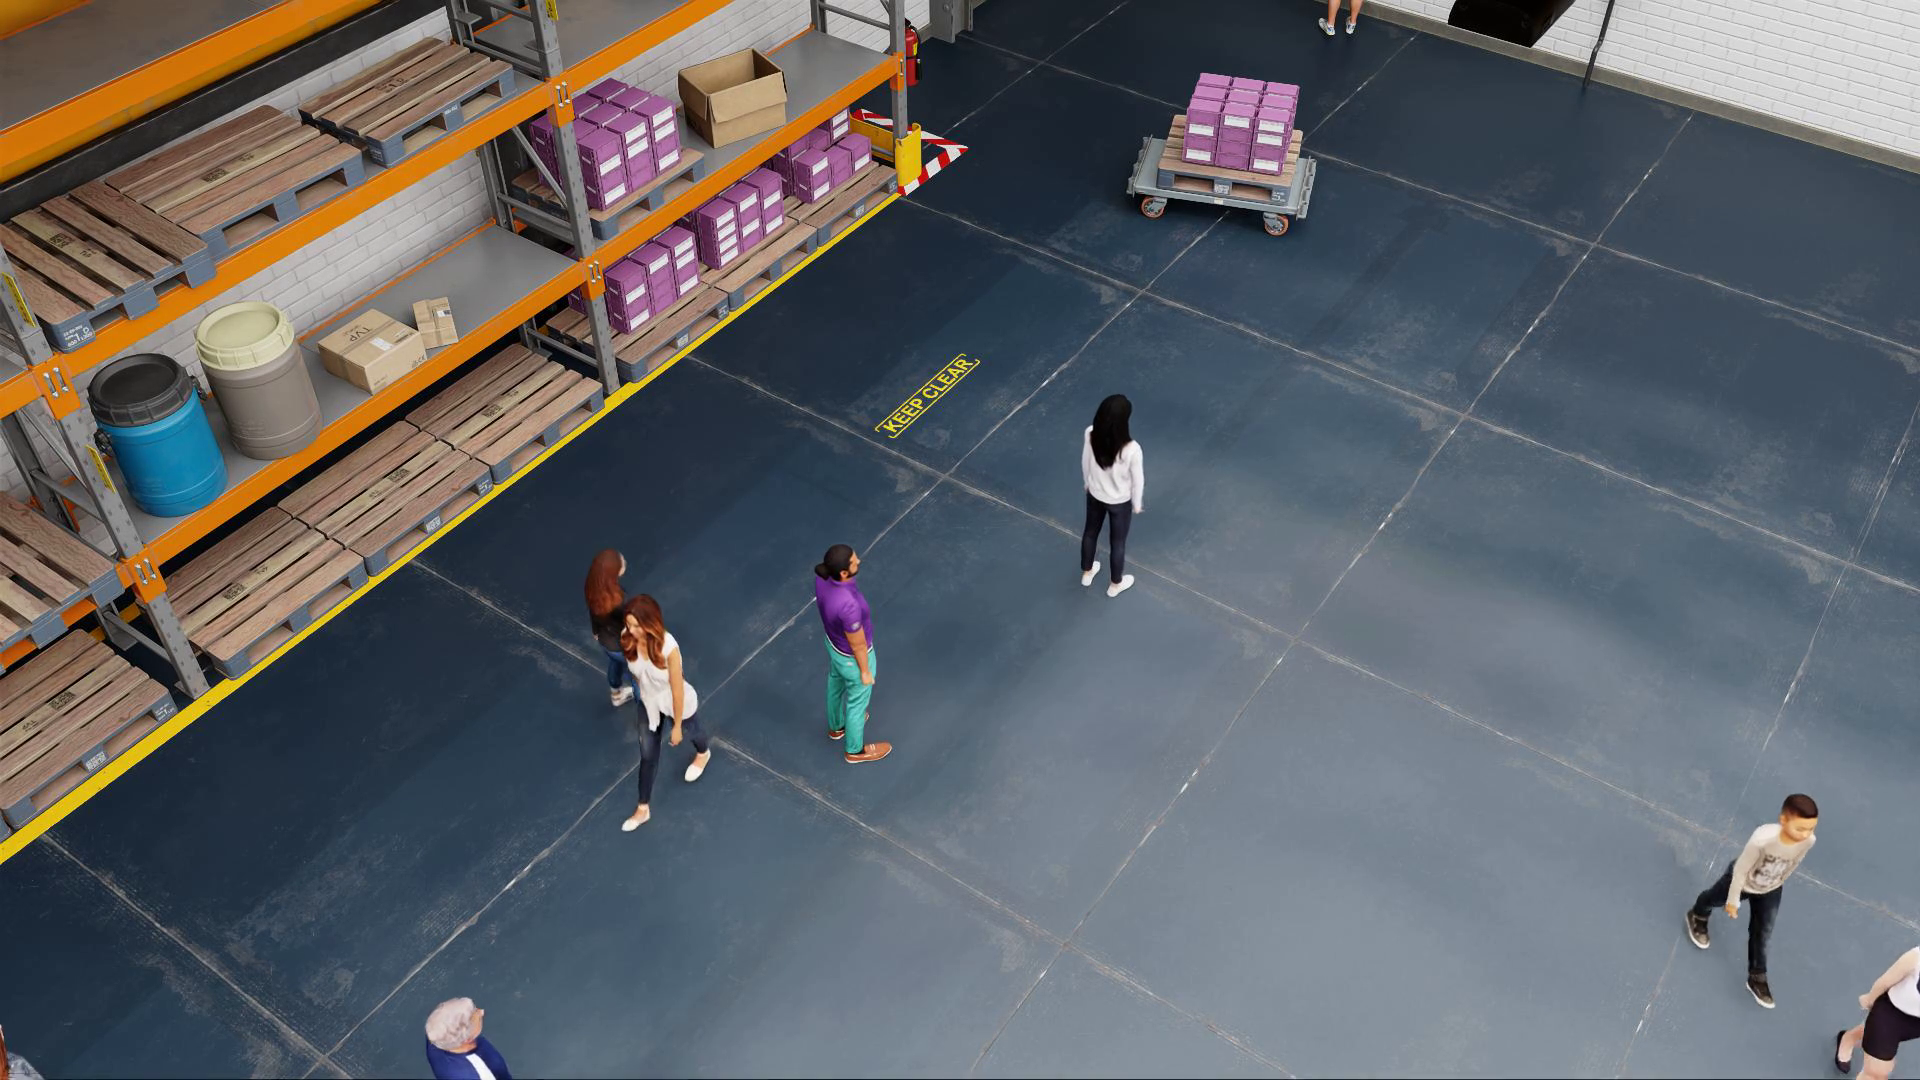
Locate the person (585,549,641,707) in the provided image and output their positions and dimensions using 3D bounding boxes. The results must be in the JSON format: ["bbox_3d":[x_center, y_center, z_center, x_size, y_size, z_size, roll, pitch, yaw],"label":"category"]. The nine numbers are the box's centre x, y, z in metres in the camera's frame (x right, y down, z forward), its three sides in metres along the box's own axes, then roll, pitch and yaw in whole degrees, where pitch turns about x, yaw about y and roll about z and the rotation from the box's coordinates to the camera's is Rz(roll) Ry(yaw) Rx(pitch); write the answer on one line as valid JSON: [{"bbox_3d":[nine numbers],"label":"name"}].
[{"bbox_3d":[-2.158,0.656,10.573,0.583,1.472,0.566,25,49,24],"label":"person"}]

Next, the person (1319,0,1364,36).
[{"bbox_3d":[4.137,-6.243,17.535,0.760,1.858,0.804,-4,44,-5],"label":"person"}]

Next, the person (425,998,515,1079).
[{"bbox_3d":[-2.292,2.771,8.087,0.640,1.838,0.551,29,51,27],"label":"person"}]

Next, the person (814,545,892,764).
[{"bbox_3d":[-0.705,0.691,10.323,0.715,1.767,0.712,-22,48,-21],"label":"person"}]

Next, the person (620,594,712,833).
[{"bbox_3d":[-1.722,0.923,10.093,0.745,1.748,1.109,16,46,16],"label":"person"}]

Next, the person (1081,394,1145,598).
[{"bbox_3d":[1.026,-0.315,11.428,0.599,1.700,0.521,26,49,24],"label":"person"}]

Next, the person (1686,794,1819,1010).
[{"bbox_3d":[4.420,1.855,9.342,0.898,1.434,1.019,-1,44,-1],"label":"person"}]
